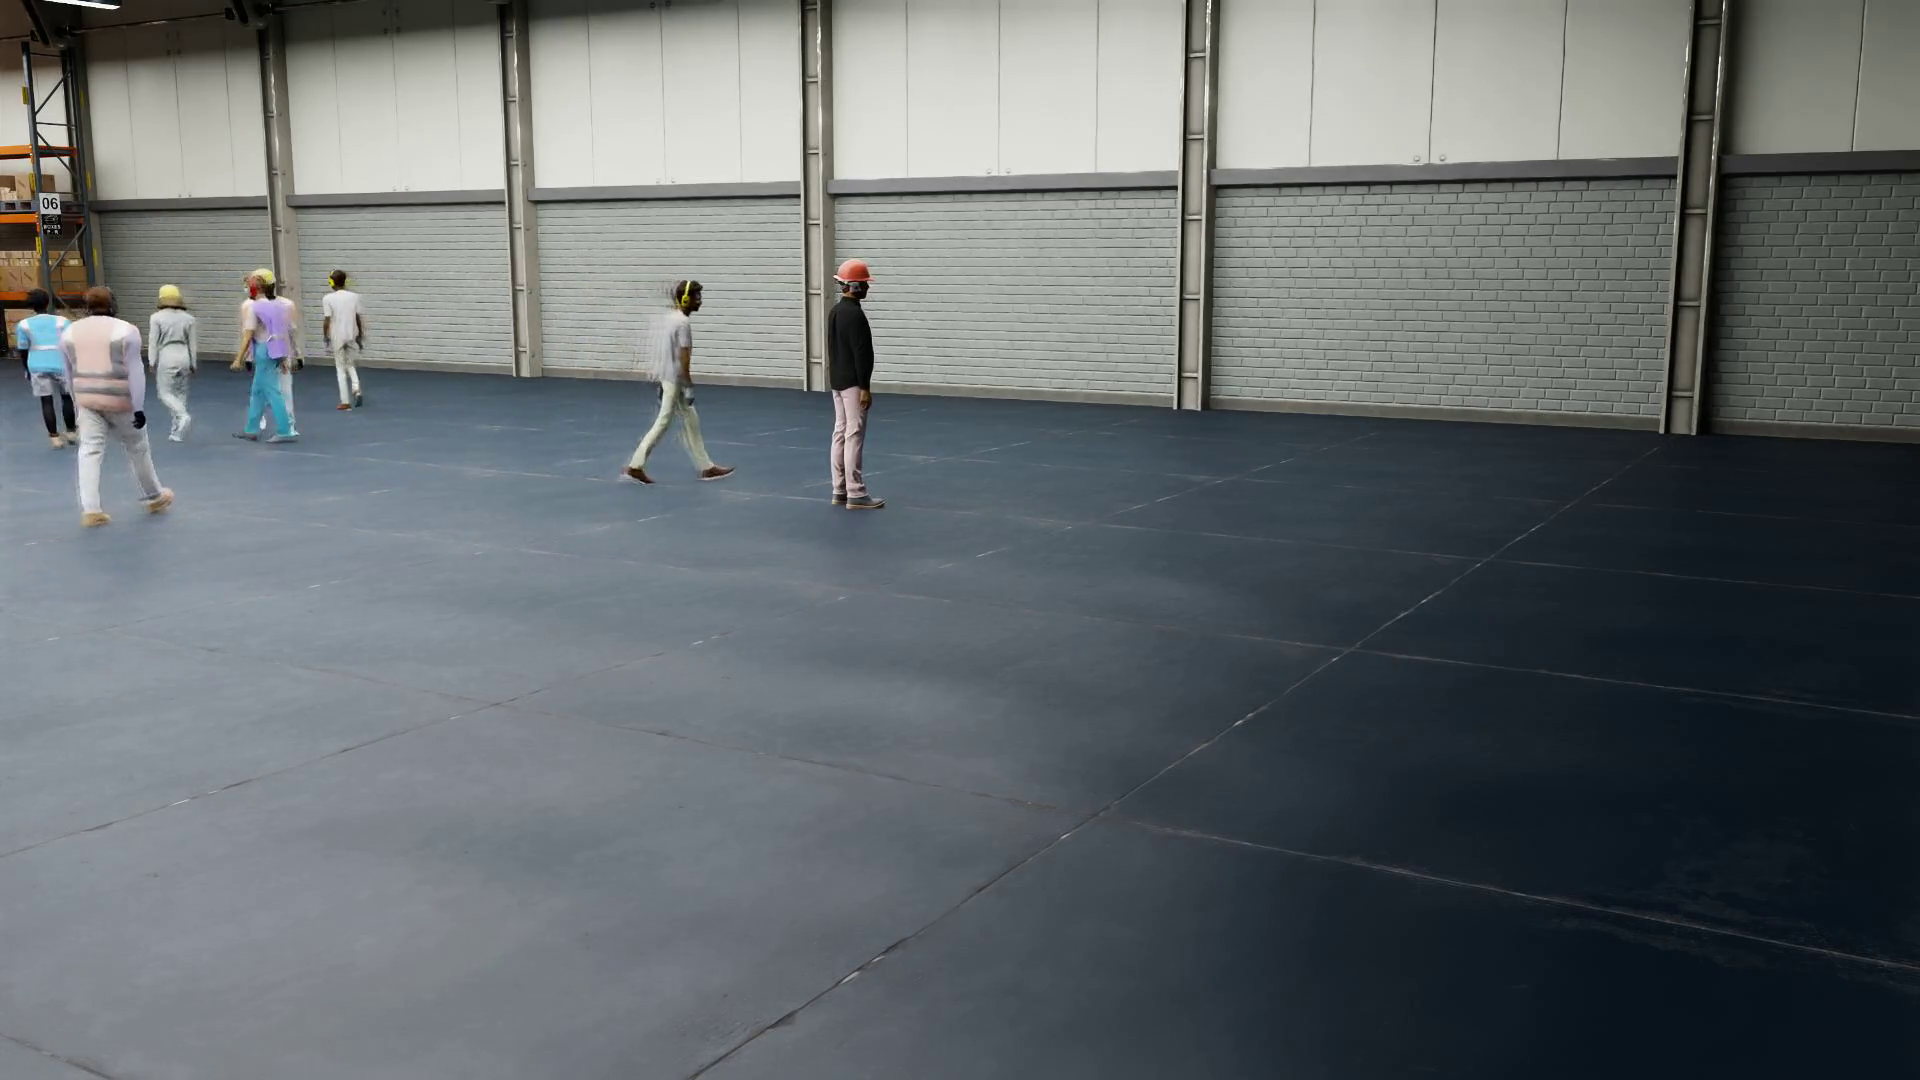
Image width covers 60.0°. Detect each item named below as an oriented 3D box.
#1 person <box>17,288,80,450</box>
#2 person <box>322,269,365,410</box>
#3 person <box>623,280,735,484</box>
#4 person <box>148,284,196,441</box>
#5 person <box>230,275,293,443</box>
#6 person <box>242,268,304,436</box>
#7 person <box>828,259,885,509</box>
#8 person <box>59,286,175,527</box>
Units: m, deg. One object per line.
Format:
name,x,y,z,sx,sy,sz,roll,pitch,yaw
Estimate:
person,-9.581,-1.799,17.508,0.553,1.671,0.637,-4,10,-22
person,-8.106,-2.625,21.844,0.405,1.856,0.556,9,13,42
person,-2.558,-1.397,14.835,0.998,1.817,0.575,-3,10,-15
person,-8.535,-1.919,18.123,0.598,1.709,0.537,8,13,40
person,-7.614,-1.938,17.934,0.790,1.816,0.567,0,10,-1
person,-7.792,-2.122,18.794,0.629,1.895,0.742,-9,13,-43
person,-0.860,-1.250,13.389,0.379,1.996,0.611,-5,11,-25
person,-6.465,-1.032,12.707,0.641,1.789,0.965,0,10,0
